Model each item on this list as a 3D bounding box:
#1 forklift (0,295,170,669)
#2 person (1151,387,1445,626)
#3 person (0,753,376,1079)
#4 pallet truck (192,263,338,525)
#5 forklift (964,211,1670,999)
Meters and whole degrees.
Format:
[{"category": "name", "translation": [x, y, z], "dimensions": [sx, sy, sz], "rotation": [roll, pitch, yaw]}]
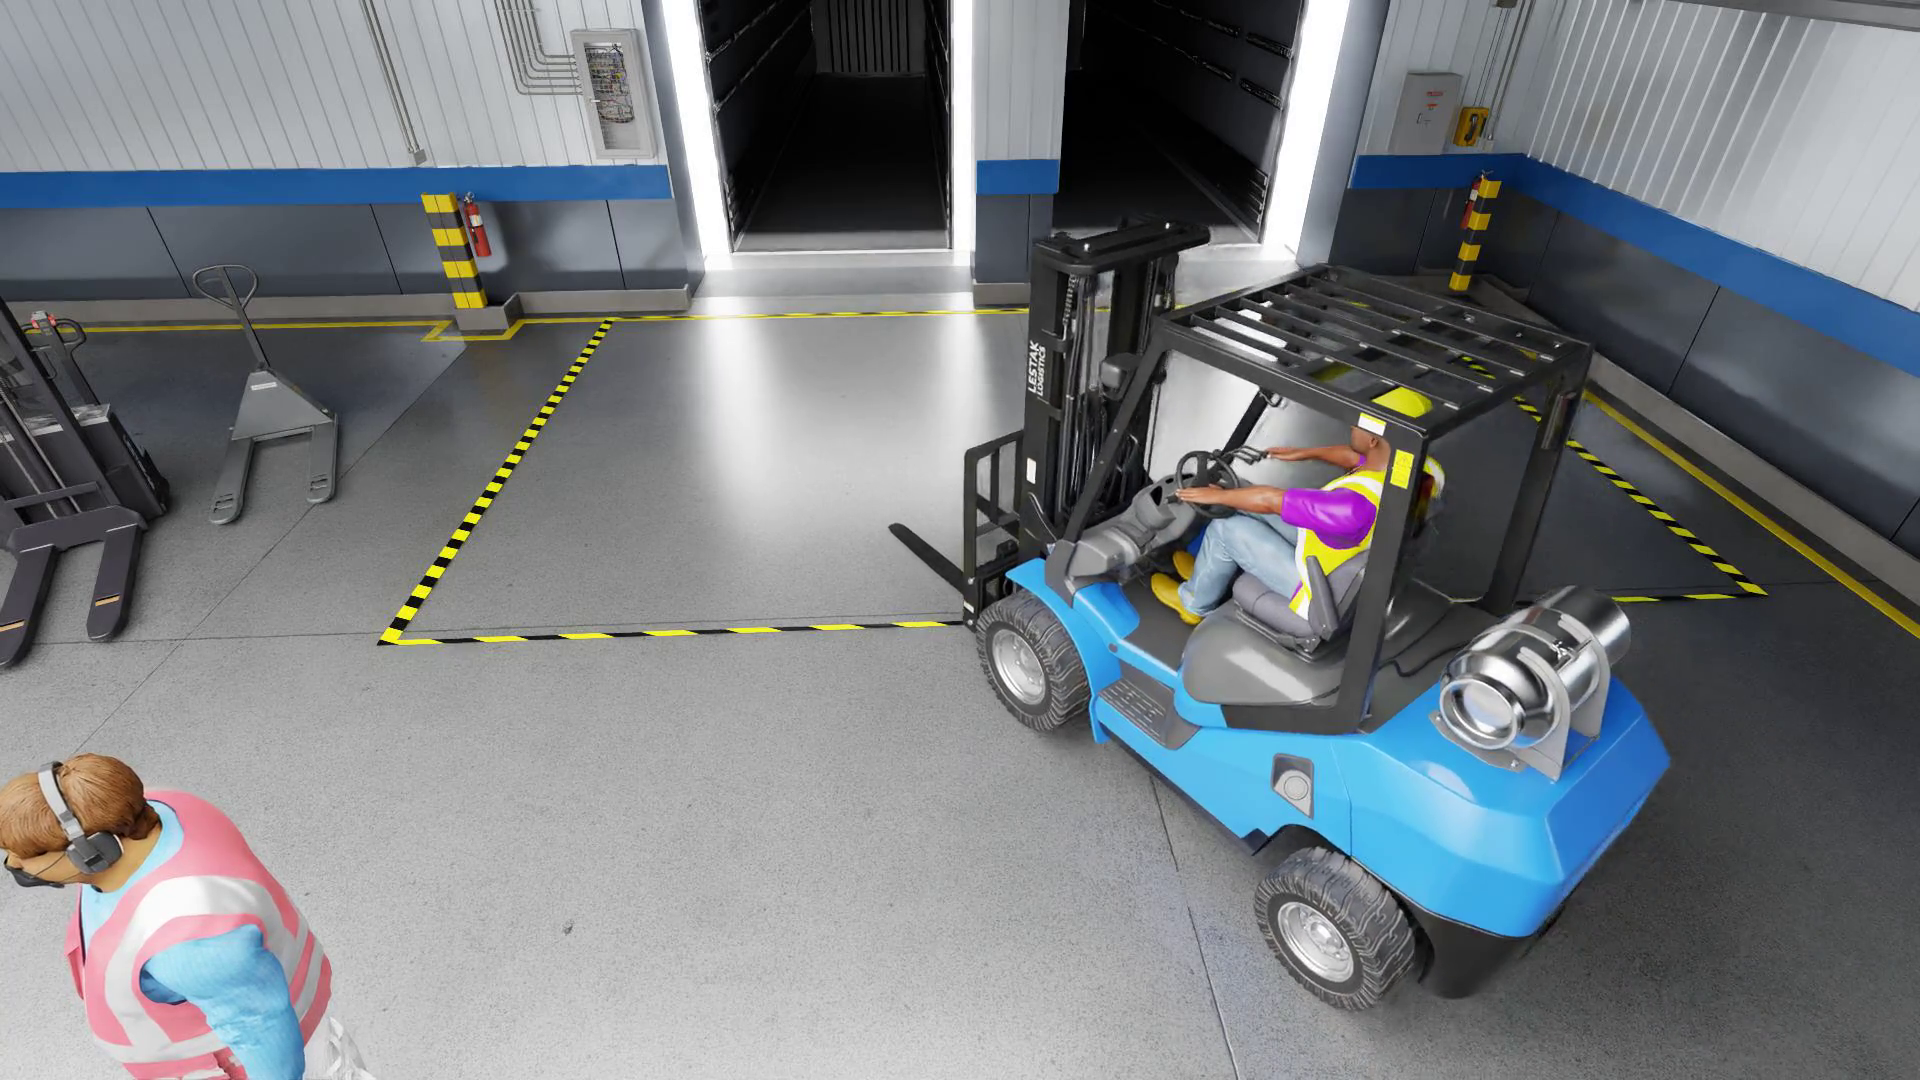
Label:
[{"category": "forklift", "translation": [-5.212, -0.618, 4.878], "dimensions": [0.823, 1.965, 1.885], "rotation": [-20, 39, -26]}, {"category": "person", "translation": [1.231, -0.127, 3.535], "dimensions": [0.635, 1.293, 1.004], "rotation": [-23, 41, -30]}, {"category": "person", "translation": [-1.845, 1.229, 2.359], "dimensions": [0.624, 1.844, 0.429], "rotation": [26, 43, 32]}, {"category": "pallet truck", "translation": [-4.778, -1.027, 6.128], "dimensions": [0.680, 1.201, 1.601], "rotation": [-17, 38, -23]}, {"category": "forklift", "translation": [1.261, 0.056, 3.599], "dimensions": [1.157, 2.036, 2.680], "rotation": [-23, 41, -30]}]
